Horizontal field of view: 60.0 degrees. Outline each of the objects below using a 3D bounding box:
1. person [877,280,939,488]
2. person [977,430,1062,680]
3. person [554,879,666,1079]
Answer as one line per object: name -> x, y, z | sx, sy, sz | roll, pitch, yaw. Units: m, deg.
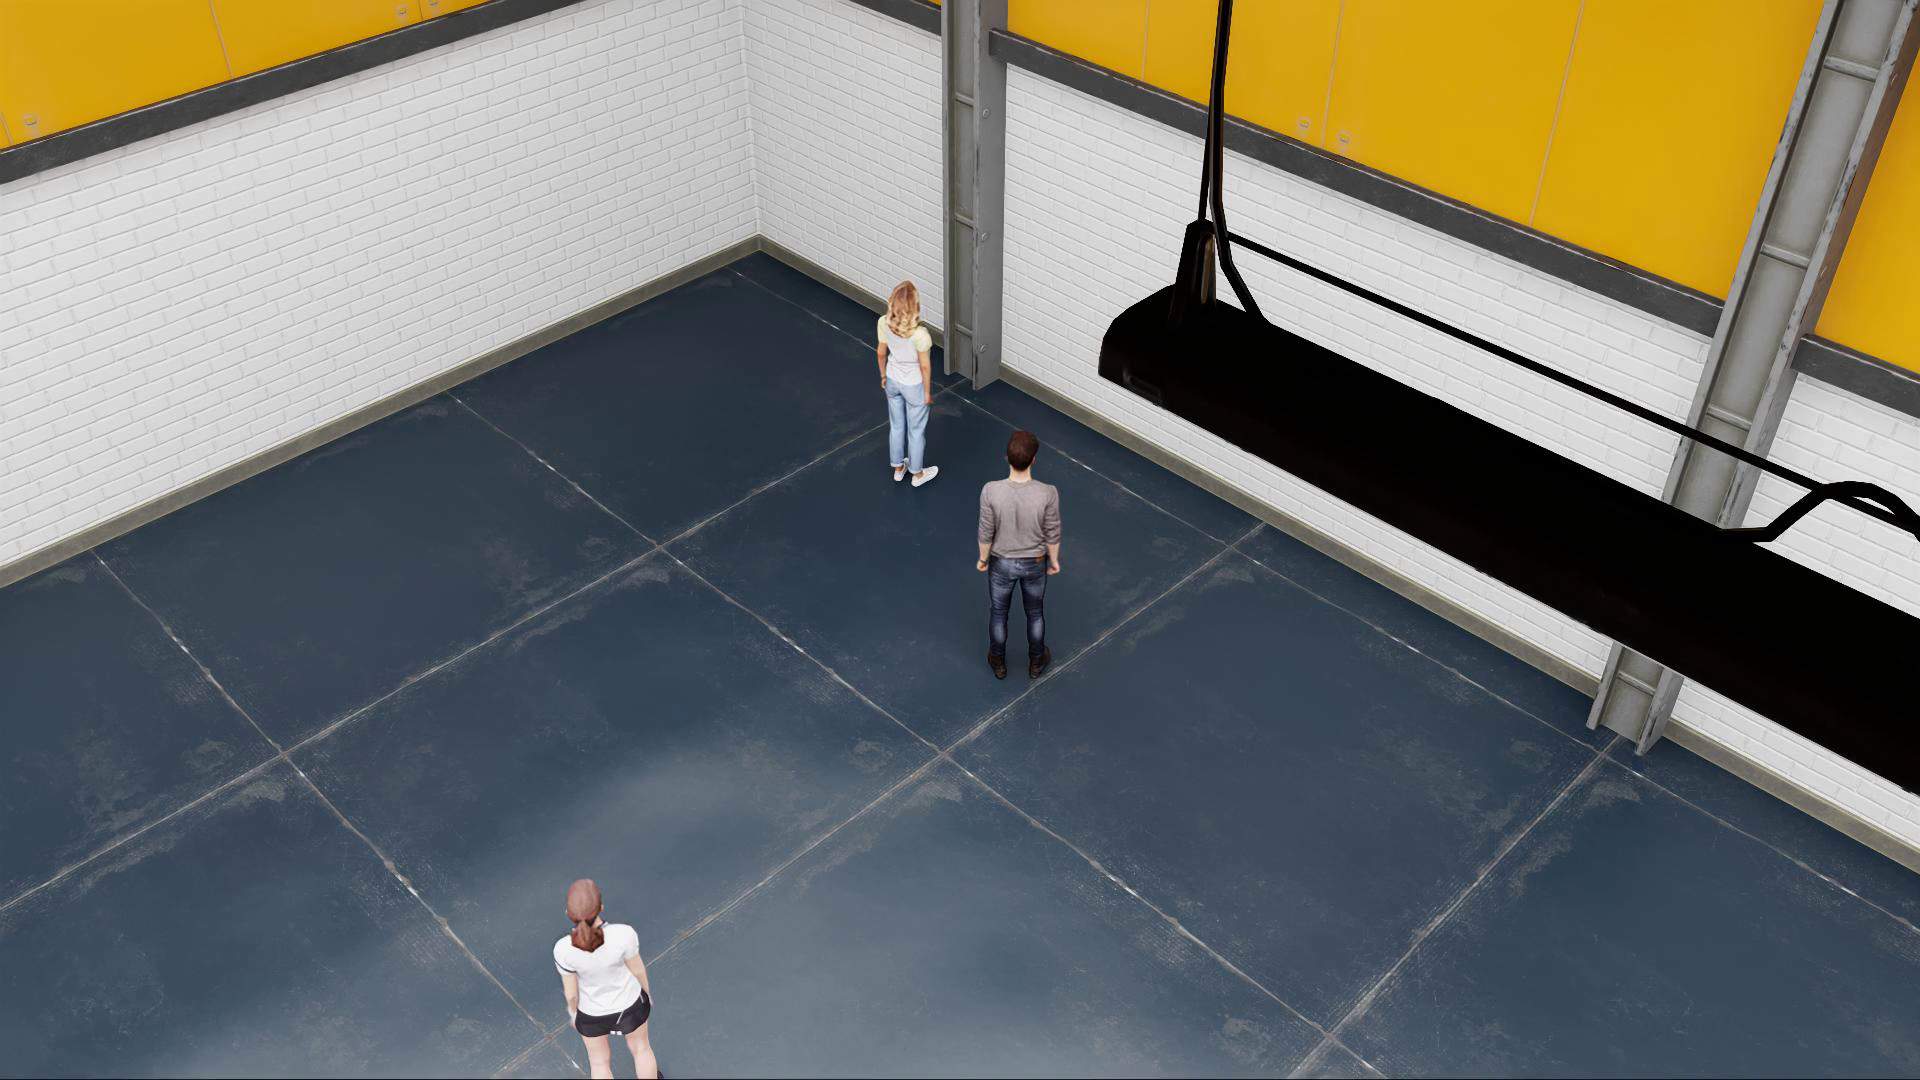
person -> -0.403, -1.165, 12.494 | 0.551, 1.722, 0.729 | 21, 43, 24
person -> 0.377, 0.128, 10.730 | 0.769, 1.903, 0.837 | 1, 39, 1
person -> -1.721, 2.280, 8.157 | 0.657, 1.752, 0.690 | -12, 40, -14
